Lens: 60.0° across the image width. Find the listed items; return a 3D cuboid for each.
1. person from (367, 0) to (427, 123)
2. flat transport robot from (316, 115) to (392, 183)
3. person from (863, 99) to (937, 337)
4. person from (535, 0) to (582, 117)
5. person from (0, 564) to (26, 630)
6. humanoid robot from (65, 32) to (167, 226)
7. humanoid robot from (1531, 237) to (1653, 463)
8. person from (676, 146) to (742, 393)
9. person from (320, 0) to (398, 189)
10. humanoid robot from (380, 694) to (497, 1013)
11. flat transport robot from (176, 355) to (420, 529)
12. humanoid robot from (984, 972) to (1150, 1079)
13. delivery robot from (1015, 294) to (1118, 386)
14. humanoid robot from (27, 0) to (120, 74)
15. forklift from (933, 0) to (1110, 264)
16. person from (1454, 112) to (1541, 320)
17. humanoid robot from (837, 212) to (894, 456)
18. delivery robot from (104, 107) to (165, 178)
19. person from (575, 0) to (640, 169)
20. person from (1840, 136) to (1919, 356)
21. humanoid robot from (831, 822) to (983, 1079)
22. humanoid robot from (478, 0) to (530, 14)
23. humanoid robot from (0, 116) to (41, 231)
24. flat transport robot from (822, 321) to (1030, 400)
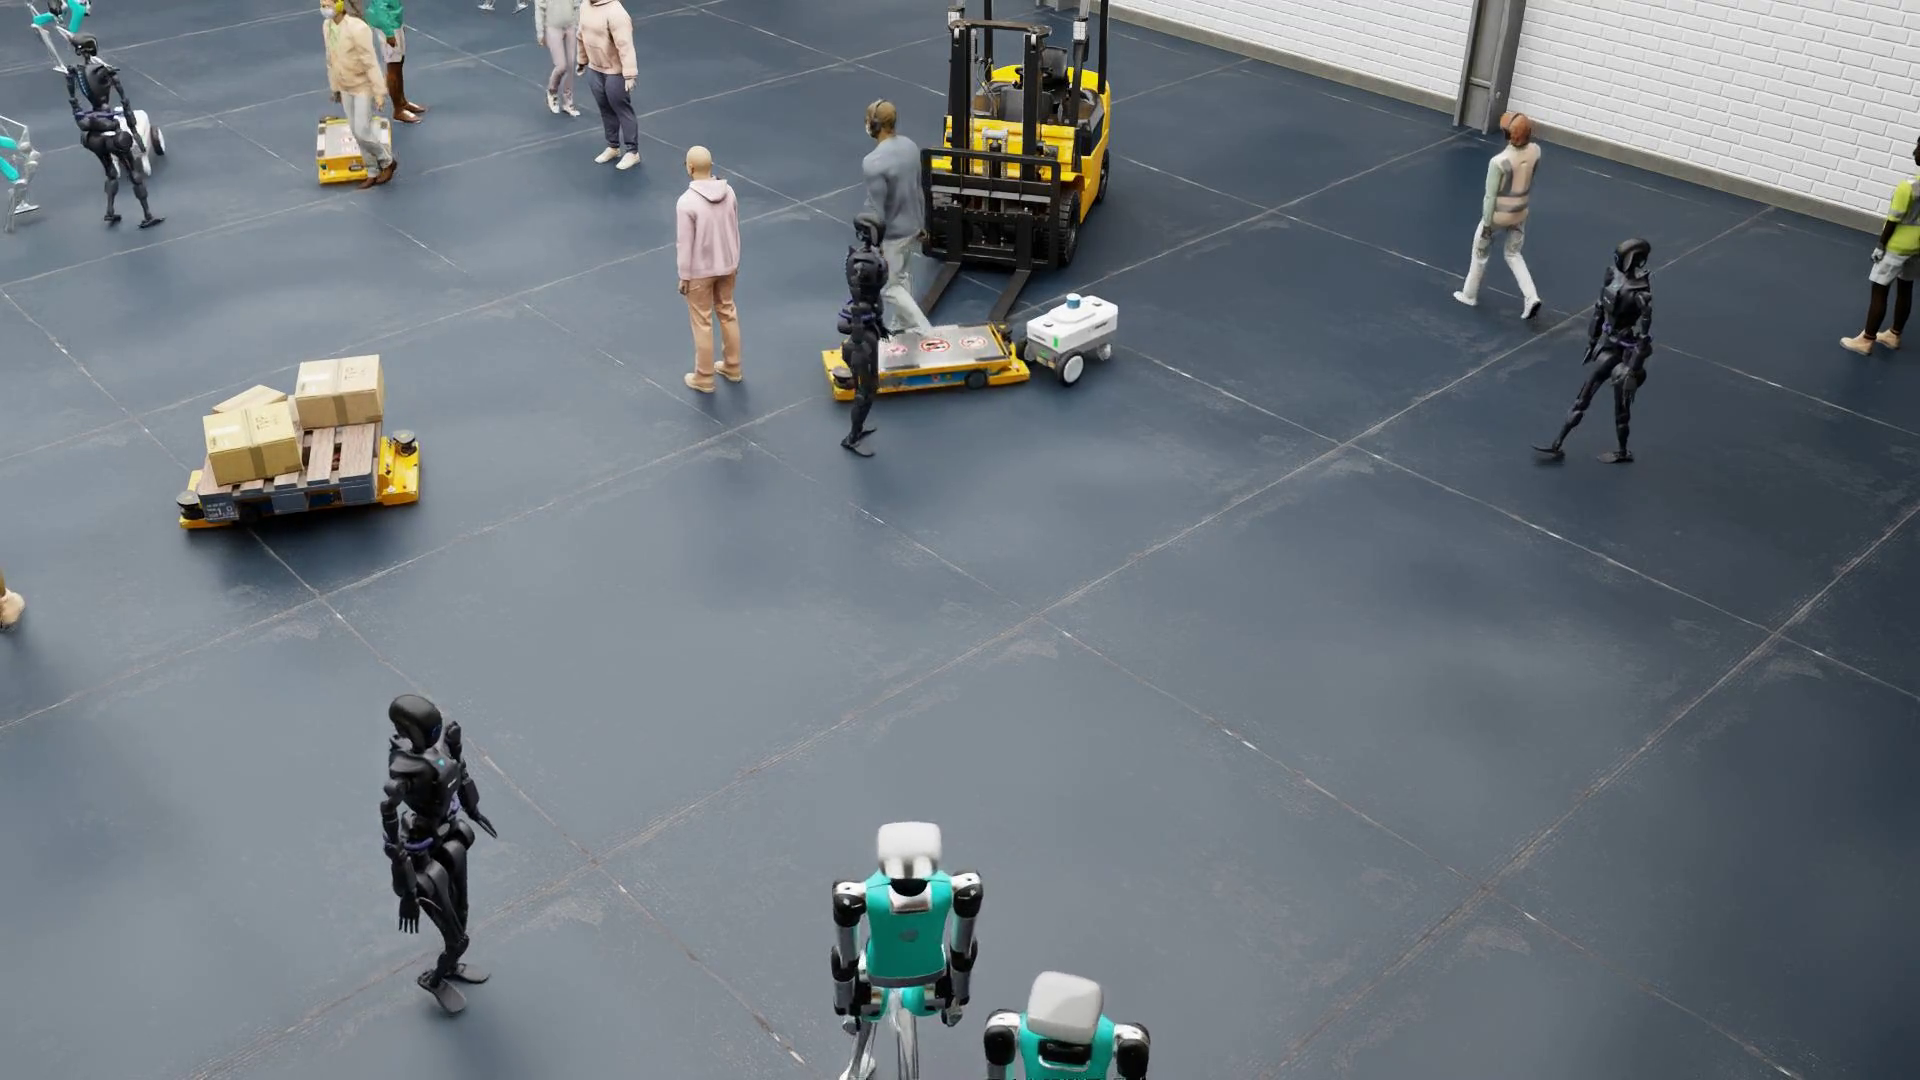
[{"bbox_3d":[-5.691,-5.120,16.596,0.397,1.849,0.493,-3,33,-4],"label":"person"},{"bbox_3d":[-5.810,-3.776,15.977,0.659,0.231,1.431,-9,34,-14],"label":"flat transport robot"},{"bbox_3d":[-0.392,-2.231,12.110,0.663,1.908,0.646,15,36,22],"label":"person"},{"bbox_3d":[-3.980,-5.113,16.669,0.372,1.744,0.540,27,42,35],"label":"person"},{"bbox_3d":[-5.708,-0.400,9.191,0.640,2.011,0.551,-13,35,-19],"label":"person"},{"bbox_3d":[-7.352,-3.533,14.314,0.608,1.631,0.359,7,34,10],"label":"humanoid robot"},{"bbox_3d":[4.205,-1.189,10.733,0.698,1.633,0.590,-8,34,-12],"label":"humanoid robot"},{"bbox_3d":[-1.745,-1.893,11.704,0.405,1.775,0.539,26,41,34],"label":"person"},{"bbox_3d":[-5.430,-4.053,14.944,0.592,1.854,0.452,18,37,25],"label":"person"},{"bbox_3d":[-2.183,1.280,6.925,0.359,1.643,0.613,9,34,14],"label":"humanoid robot"},{"bbox_3d":[-4.260,-0.391,10.774,1.431,0.231,0.659,-8,34,-12],"label":"flat transport robot"},{"bbox_3d":[0.298,2.283,5.356,0.542,1.789,0.847,5,33,7],"label":"humanoid robot"},{"bbox_3d":[0.794,-1.501,12.234,0.784,0.612,0.518,-27,42,-35],"label":"delivery robot"},{"bbox_3d":[-9.548,-5.712,17.614,1.027,1.731,0.549,11,35,17],"label":"humanoid robot"},{"bbox_3d":[0.570,-3.725,14.138,1.214,2.155,2.313,9,34,13],"label":"forklift"},{"bbox_3d":[4.204,-2.463,12.721,0.522,1.611,0.713,-15,36,-22],"label":"person"},{"bbox_3d":[-0.631,-1.372,11.000,0.312,1.641,0.610,7,34,11],"label":"humanoid robot"},{"bbox_3d":[-7.876,-3.800,15.768,0.499,0.612,0.809,-10,34,-15],"label":"delivery robot"},{"bbox_3d":[-3.261,-4.405,15.491,0.789,1.859,0.438,25,41,33],"label":"person"},{"bbox_3d":[6.931,-2.170,12.205,0.533,1.692,0.318,-13,35,-19],"label":"person"},{"bbox_3d":[-0.250,1.597,6.378,0.569,1.780,0.880,-4,33,-7],"label":"humanoid robot"},{"bbox_3d":[-5.471,-7.103,19.799,1.032,1.784,0.540,15,36,22],"label":"humanoid robot"},{"bbox_3d":[-8.249,-3.527,14.295,0.744,1.840,0.542,-24,40,-32],"label":"humanoid robot"},{"bbox_3d":[-0.257,-1.315,12.194,1.431,0.231,0.659,-7,34,-10],"label":"flat transport robot"}]
